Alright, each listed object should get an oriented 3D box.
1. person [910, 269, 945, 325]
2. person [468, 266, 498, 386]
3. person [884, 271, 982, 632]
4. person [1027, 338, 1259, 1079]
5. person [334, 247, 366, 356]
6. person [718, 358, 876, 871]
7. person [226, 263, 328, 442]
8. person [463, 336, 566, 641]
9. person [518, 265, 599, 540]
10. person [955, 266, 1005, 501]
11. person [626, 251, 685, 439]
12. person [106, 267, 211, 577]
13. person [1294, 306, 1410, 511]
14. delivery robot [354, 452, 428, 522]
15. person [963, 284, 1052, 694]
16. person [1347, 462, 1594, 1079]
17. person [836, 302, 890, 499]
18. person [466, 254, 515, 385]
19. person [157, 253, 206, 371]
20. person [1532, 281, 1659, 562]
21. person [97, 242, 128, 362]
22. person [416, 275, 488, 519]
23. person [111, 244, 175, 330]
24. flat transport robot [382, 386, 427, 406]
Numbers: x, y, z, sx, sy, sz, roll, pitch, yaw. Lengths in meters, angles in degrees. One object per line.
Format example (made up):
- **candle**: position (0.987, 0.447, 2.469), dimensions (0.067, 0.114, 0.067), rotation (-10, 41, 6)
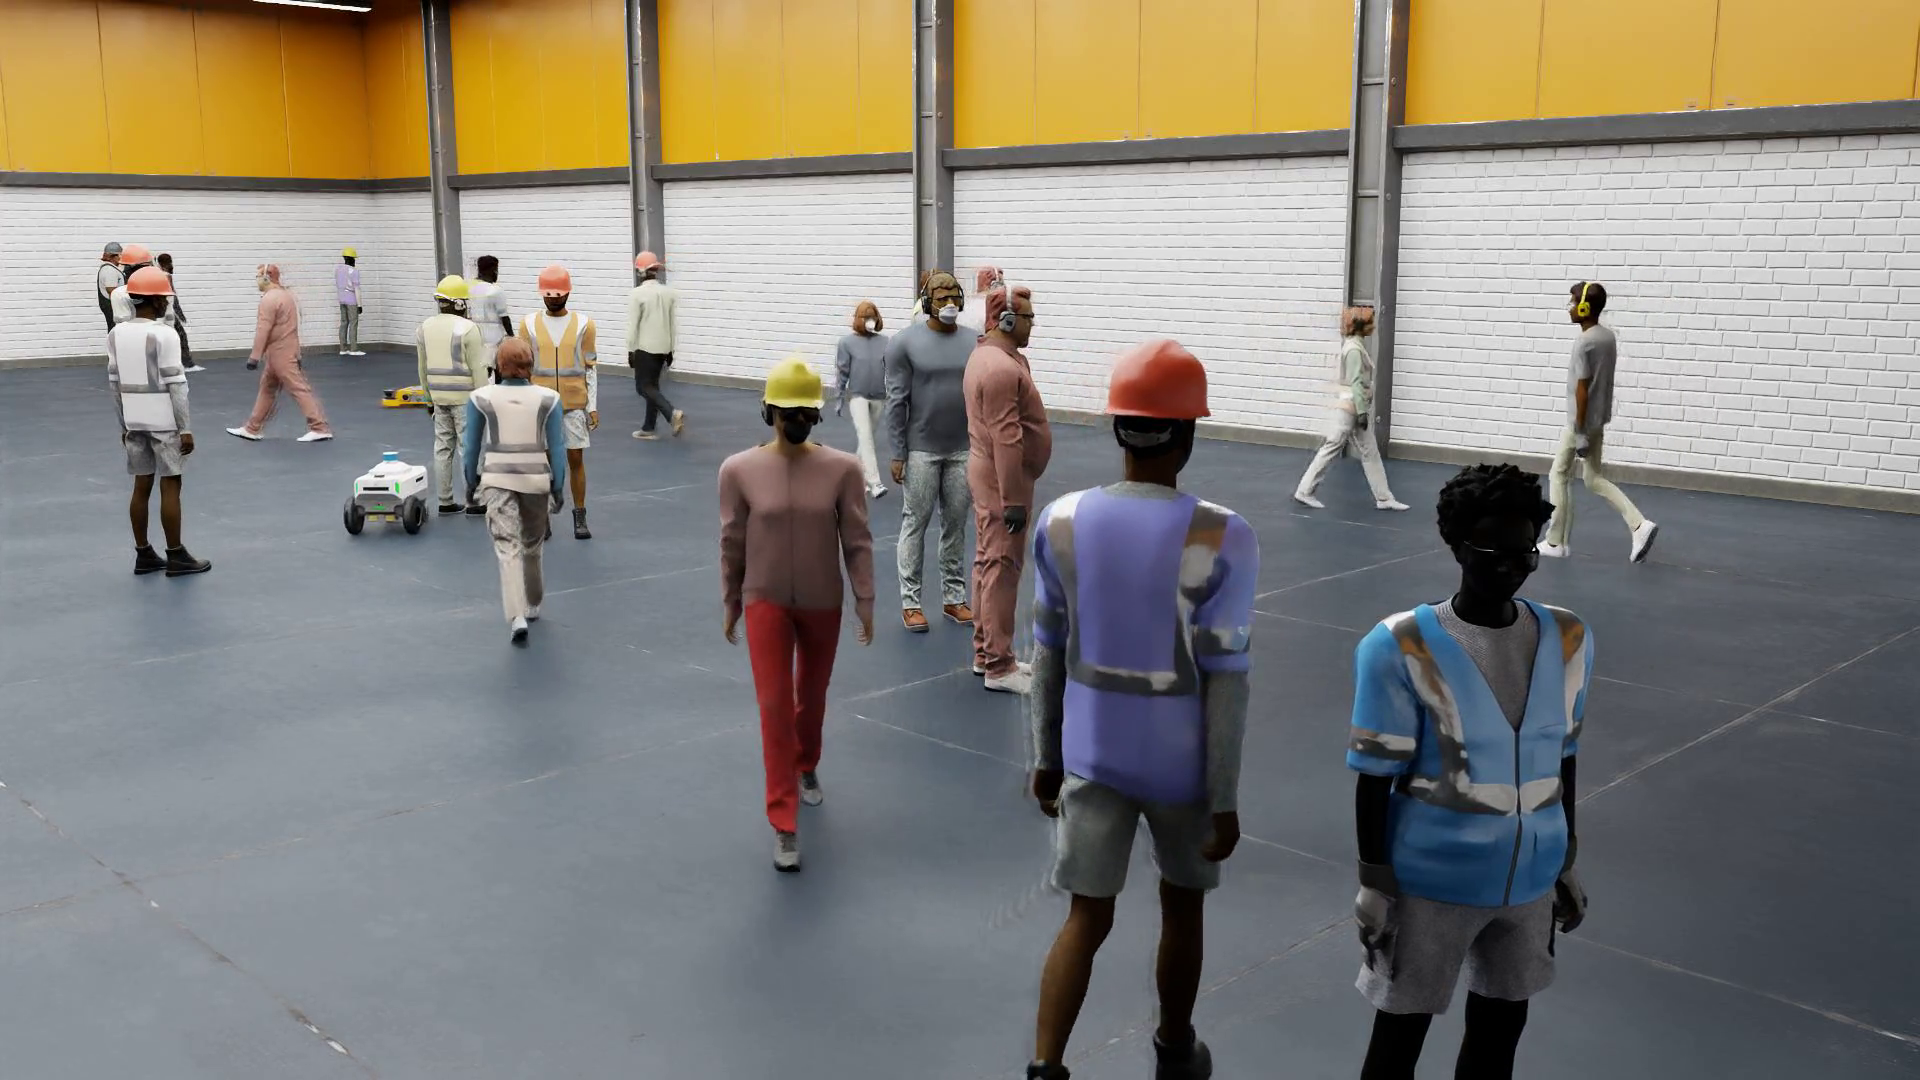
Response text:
- **person**: position (-0.223, -1.421, 14.440), dimensions (0.429, 1.844, 0.624), rotation (0, 10, 0)
- **person**: position (-5.936, -2.590, 20.882), dimensions (0.431, 1.835, 0.653), rotation (-9, 14, -42)
- **person**: position (-0.106, -0.478, 9.029), dimensions (0.627, 1.940, 0.371), rotation (-5, 12, -25)
- **person**: position (0.382, 0.502, 3.795), dimensions (0.553, 1.912, 0.886), rotation (5, 12, 26)
- **person**: position (-10.846, -4.239, 29.601), dimensions (0.580, 1.919, 0.397), rotation (6, 12, 29)
- **person**: position (-0.580, 0.206, 5.909), dimensions (0.537, 1.718, 0.928), rotation (-2, 11, -13)
- **person**: position (-7.072, -1.918, 17.165), dimensions (1.044, 1.844, 0.638), rotation (-2, 11, -10)
- **person**: position (-2.375, -0.284, 8.893), dimensions (0.527, 1.598, 0.846), rotation (-3, 11, -18)
- **person**: position (-2.806, -0.952, 11.647), dimensions (0.543, 1.928, 0.373), rotation (-2, 11, -12)
- **person**: position (0.256, -1.258, 13.448), dimensions (0.754, 1.873, 0.685), rotation (-4, 11, -20)
- **person**: position (-3.148, -1.995, 17.214), dimensions (0.784, 1.970, 0.621), rotation (7, 13, 35)
- **person**: position (-5.040, -0.738, 10.451), dimensions (0.551, 1.934, 0.373), rotation (4, 11, 20)
- **person**: position (3.033, -1.014, 12.895), dimensions (0.880, 1.595, 0.524), rotation (4, 11, 19)
- **delivery robot**: position (-4.134, -0.395, 12.099), dimensions (0.477, 0.478, 0.707), rotation (0, 10, -1)
- **person**: position (0.227, -0.242, 7.832), dimensions (0.411, 1.908, 0.643), rotation (-1, 10, -7)
- **person**: position (1.030, 0.680, 3.367), dimensions (0.542, 1.697, 0.316), rotation (-3, 11, -16)
- **person**: position (-0.728, -1.143, 13.590), dimensions (0.519, 1.579, 0.842), rotation (-5, 12, -26)
- **person**: position (-5.499, -2.343, 19.269), dimensions (0.602, 1.924, 0.998), rotation (9, 14, 41)
- **person**: position (-12.428, -3.537, 25.934), dimensions (0.995, 1.859, 0.613), rotation (-6, 12, -30)
- **person**: position (4.143, -0.761, 10.838), dimensions (0.519, 1.843, 0.793), rotation (-9, 14, -41)
- **person**: position (-13.128, -3.630, 25.939), dimensions (0.537, 2.000, 0.690), rotation (-6, 12, -32)
- **person**: position (-3.791, -1.074, 12.566), dimensions (0.600, 1.831, 0.404), rotation (5, 11, 25)
- **person**: position (-7.597, -1.717, 15.492), dimensions (0.365, 2.048, 0.607), rotation (5, 12, 27)
- **flat transport robot**: position (-6.422, -1.809, 20.838), dimensions (1.431, 0.197, 0.652), rotation (0, 10, 0)
